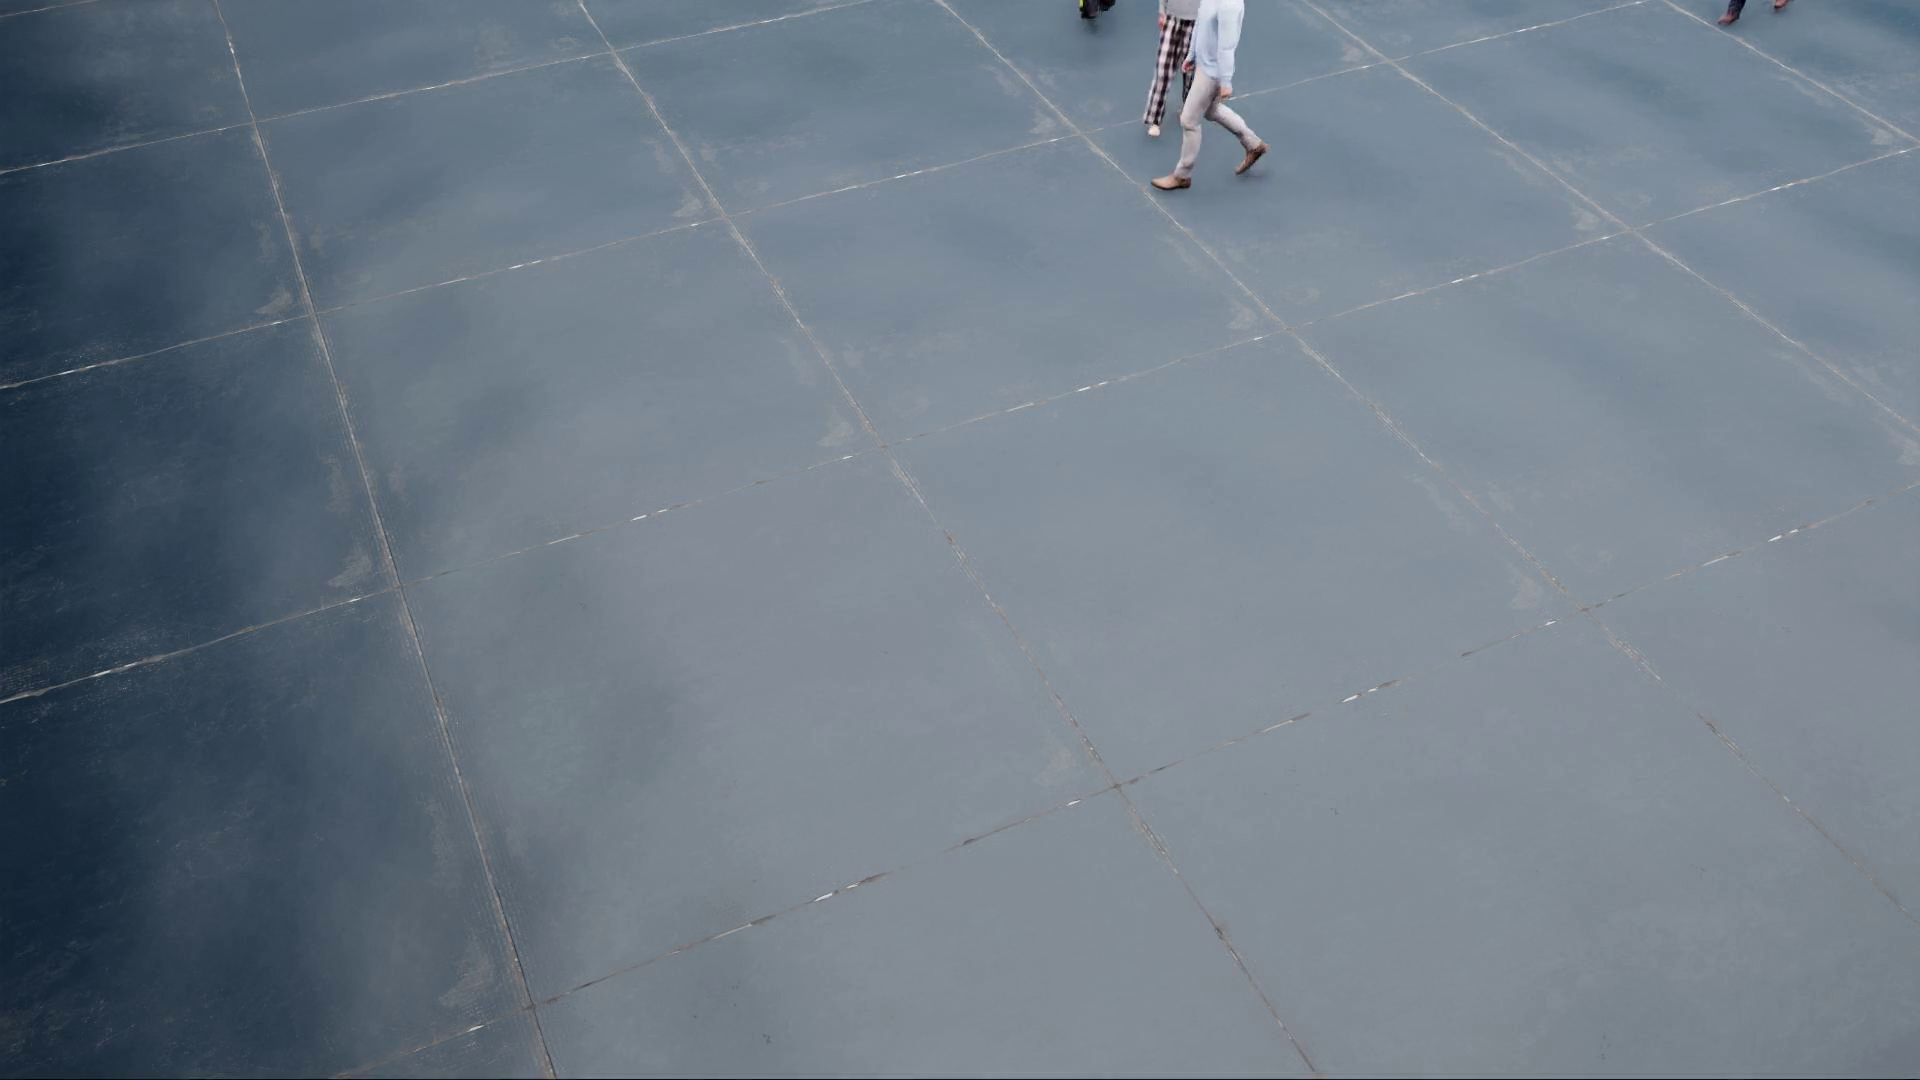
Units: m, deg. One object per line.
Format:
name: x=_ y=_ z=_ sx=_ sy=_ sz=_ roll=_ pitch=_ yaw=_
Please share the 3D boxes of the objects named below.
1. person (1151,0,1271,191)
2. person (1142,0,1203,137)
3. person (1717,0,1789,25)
person: x=1.935 y=-3.436 z=12.157 sx=0.984 sy=1.859 sz=1.168 roll=-2 pitch=42 yaw=-2
person: x=1.804 y=-4.090 z=12.902 sx=0.997 sy=1.826 sz=1.055 roll=16 pitch=45 yaw=17
person: x=7.095 y=-5.363 z=14.306 sx=0.960 sy=1.823 sz=1.106 roll=-27 pitch=49 yaw=-27
